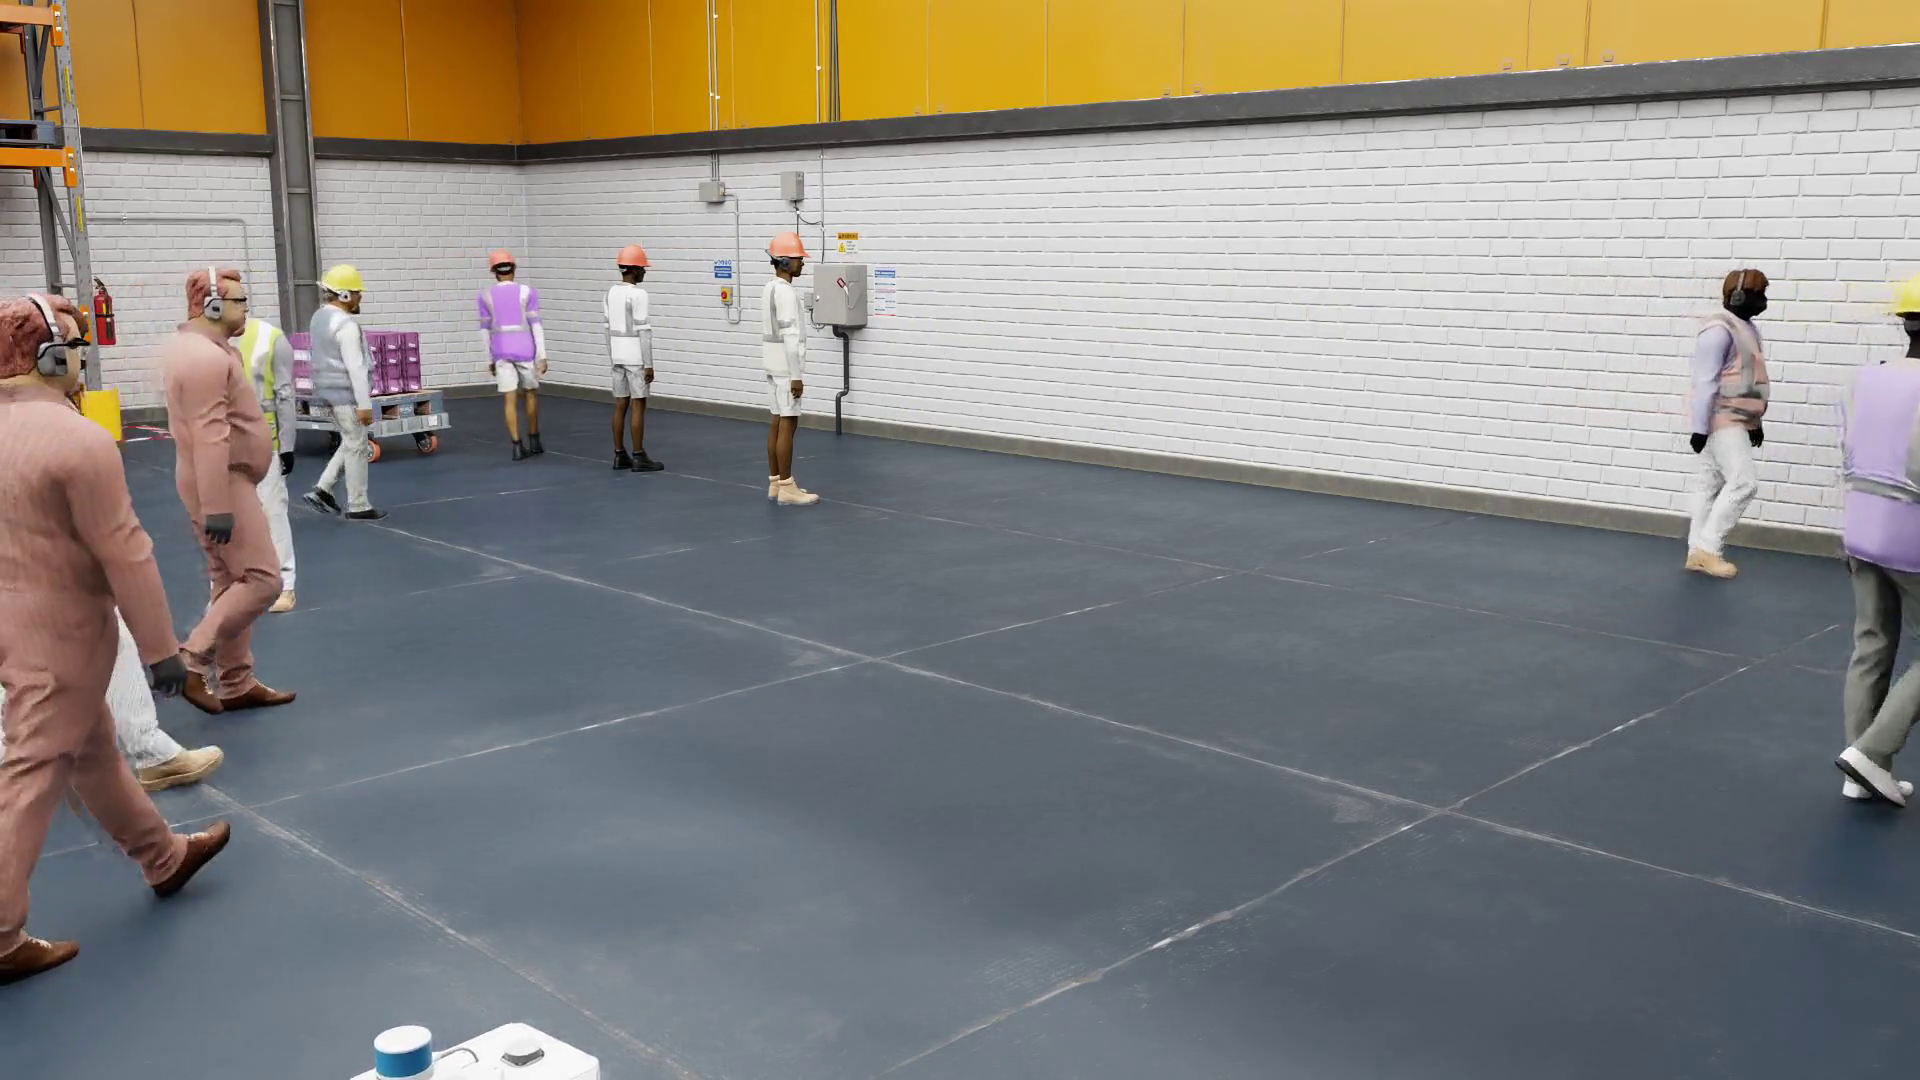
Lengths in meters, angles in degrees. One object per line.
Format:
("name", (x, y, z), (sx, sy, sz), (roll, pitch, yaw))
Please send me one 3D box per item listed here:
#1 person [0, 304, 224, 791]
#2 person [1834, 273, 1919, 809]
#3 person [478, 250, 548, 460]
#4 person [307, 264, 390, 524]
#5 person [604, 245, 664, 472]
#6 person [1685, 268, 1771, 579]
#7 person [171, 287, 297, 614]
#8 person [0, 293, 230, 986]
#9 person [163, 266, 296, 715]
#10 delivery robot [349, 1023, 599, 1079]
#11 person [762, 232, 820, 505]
("person", (-3.146, 0.036, 6.028), (0.863, 1.799, 0.614), (-6, 12, -30))
("person", (3.321, 0.011, 5.831), (0.411, 1.910, 0.602), (-3, 11, -18))
("person", (-4.057, -1.689, 15.175), (0.594, 1.888, 0.763), (-1, 10, -8))
("person", (-4.288, -1.005, 11.619), (0.418, 1.820, 0.620), (-9, 14, -40))
("person", (-2.805, -1.553, 14.295), (0.549, 1.936, 0.377), (10, 14, 42))
("person", (4.574, -0.684, 9.855), (0.478, 1.825, 0.627), (7, 13, 35))
("person", (-3.858, -0.505, 8.884), (0.624, 1.835, 0.432), (-1, 10, -7))
("person", (-2.461, 0.246, 4.694), (0.665, 1.853, 0.987), (5, 12, 27))
("person", (-3.081, -0.189, 6.954), (0.452, 1.894, 0.652), (-5, 12, -26))
("delivery robot", (-1.019, 1.147, 3.089), (0.477, 0.478, 0.707), (8, 13, 38))
("person", (-1.294, -1.286, 12.554), (0.376, 2.044, 0.607), (-4, 11, -20))
